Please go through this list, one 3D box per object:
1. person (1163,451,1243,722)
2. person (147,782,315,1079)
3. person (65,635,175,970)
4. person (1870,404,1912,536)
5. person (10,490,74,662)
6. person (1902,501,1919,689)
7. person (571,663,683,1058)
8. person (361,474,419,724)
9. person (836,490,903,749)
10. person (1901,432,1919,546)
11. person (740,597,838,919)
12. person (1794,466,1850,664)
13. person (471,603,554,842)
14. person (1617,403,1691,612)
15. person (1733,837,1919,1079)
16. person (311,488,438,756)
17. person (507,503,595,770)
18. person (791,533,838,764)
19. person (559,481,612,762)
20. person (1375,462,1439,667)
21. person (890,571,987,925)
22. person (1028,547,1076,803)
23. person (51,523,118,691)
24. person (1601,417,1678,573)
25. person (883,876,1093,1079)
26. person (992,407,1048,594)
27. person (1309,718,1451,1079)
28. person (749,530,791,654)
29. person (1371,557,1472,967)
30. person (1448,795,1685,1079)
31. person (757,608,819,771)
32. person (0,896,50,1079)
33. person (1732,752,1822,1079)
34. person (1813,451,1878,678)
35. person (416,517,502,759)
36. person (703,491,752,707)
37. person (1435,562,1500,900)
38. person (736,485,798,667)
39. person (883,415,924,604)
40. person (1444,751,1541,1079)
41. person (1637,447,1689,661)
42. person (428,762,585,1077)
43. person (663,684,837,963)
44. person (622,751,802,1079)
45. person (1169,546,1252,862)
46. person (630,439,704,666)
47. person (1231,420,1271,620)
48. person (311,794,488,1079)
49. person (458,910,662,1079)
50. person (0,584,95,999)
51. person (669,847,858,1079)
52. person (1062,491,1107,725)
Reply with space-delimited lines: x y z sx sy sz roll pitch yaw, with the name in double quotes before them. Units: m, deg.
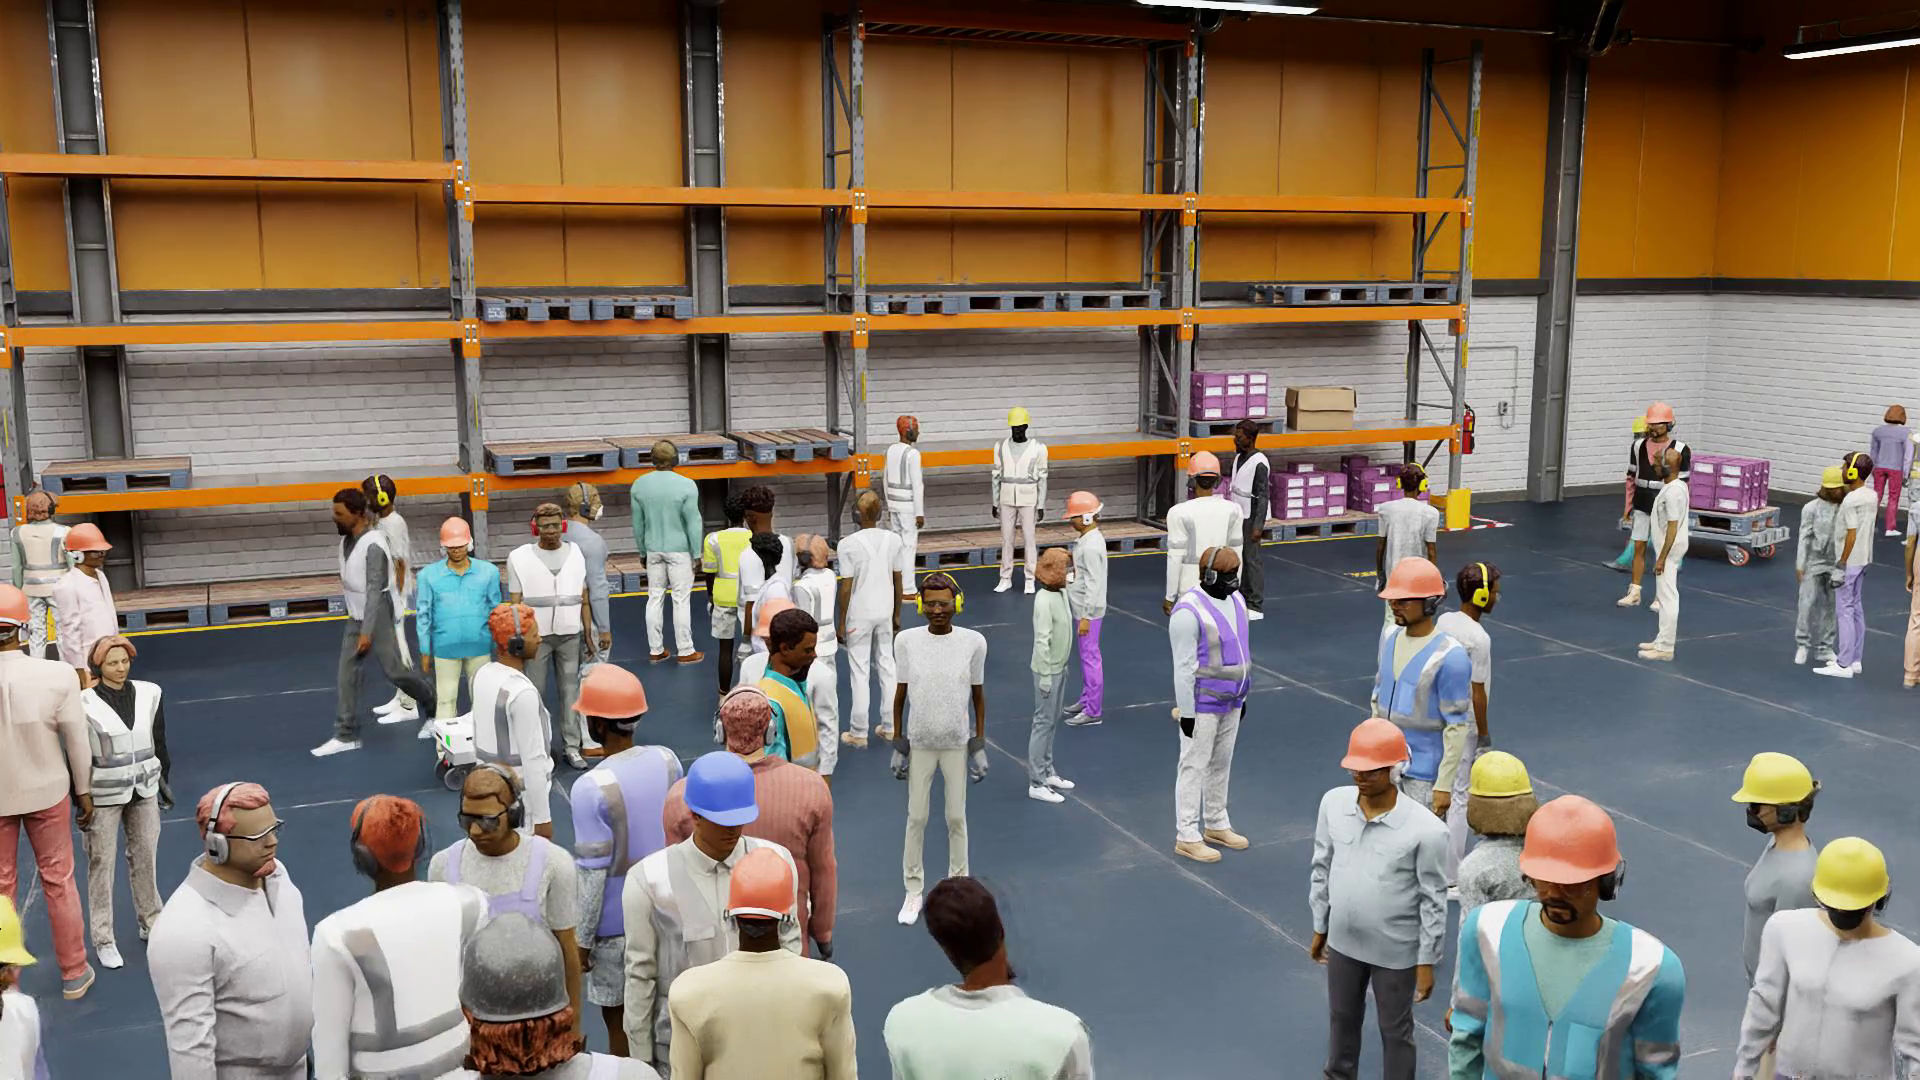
"person" 1.788 0.356 12.354 0.613 2.041 0.393 -3 10 -17
"person" -2.191 1.671 5.174 0.402 1.906 0.652 1 10 4
"person" -4.154 1.272 8.238 0.305 1.641 0.513 6 12 32
"person" 11.498 -0.862 20.564 0.279 1.630 0.501 -6 11 -31
"person" -7.176 0.428 13.105 0.523 1.638 0.310 0 10 -3
"person" 7.784 0.304 13.229 0.346 1.846 0.506 -8 13 -39
"person" -1.314 1.429 6.468 0.355 1.942 0.543 6 11 29
"person" -4.259 0.434 12.422 0.314 1.863 0.535 -4 11 -23
"person" -0.643 0.556 11.770 0.514 1.846 0.337 -6 12 -31
"person" 11.457 -0.722 19.737 0.515 1.636 0.315 2 10 11
"person" -0.906 1.154 8.591 0.563 1.752 0.341 4 11 23
"person" 7.339 0.219 14.064 0.500 1.722 0.402 2 10 11
"person" -2.079 1.223 7.819 0.342 1.882 0.587 -8 13 -38
"person" 6.772 -0.319 16.241 0.380 2.045 0.605 -9 13 -42
"person" 2.727 1.757 5.279 0.800 1.699 0.573 -9 13 -41
"person" -4.113 0.546 11.756 0.588 1.880 0.949 9 13 42
"person" -2.745 0.653 11.205 0.564 1.847 0.395 -5 11 -28
"person" -0.978 0.760 11.178 0.307 1.644 0.511 3 10 19
"person" -2.593 0.557 11.495 0.358 1.938 0.636 -8 13 -39
"person" 3.522 0.315 13.123 0.510 1.863 0.326 7 12 35
"person" -0.111 1.081 8.678 0.508 1.872 0.329 0 10 -2
"person" 0.596 0.850 10.690 0.265 1.631 0.507 3 10 17
"person" -5.659 0.756 10.877 0.327 1.753 0.561 -1 10 -4
"person" 7.454 -0.479 18.091 0.858 1.706 0.520 2 10 12
"person" 0.059 1.829 4.357 0.701 1.882 0.364 7 12 35
"person" 0.602 -0.405 17.072 0.587 1.928 0.363 3 10 17
"person" 1.582 1.533 6.404 0.338 1.752 0.565 -10 14 -44
"person" -1.226 0.775 10.965 0.323 1.688 0.531 -3 10 -14
"person" 2.194 1.089 8.131 0.377 2.044 0.608 -5 11 -25
"person" 1.654 1.694 4.645 0.605 2.045 0.388 6 12 31
"person" -0.804 1.249 7.585 0.392 1.914 0.587 0 10 -1
"person" -2.706 1.850 4.475 0.405 1.797 0.628 5 11 25
"person" 2.890 1.616 5.940 0.342 1.753 0.533 4 11 21
"person" 7.341 0.207 13.741 0.532 1.860 0.316 -9 13 -42
"person" -3.341 0.707 11.165 0.574 1.749 0.337 -4 11 -23
"person" -1.682 0.471 12.693 0.540 1.696 0.316 0 10 -2
"person" 2.728 1.033 9.007 0.341 1.857 0.521 -2 10 -10
"person" -1.307 0.610 11.129 0.361 1.959 0.613 4 11 21
"person" -0.548 -0.310 16.653 0.346 1.882 0.578 -7 12 -34
"person" 1.936 1.612 6.009 0.483 1.734 0.319 -6 11 -30
"person" 6.066 0.121 14.300 0.343 1.839 0.506 5 11 27
"person" -1.529 1.627 5.647 0.522 1.833 0.339 0 10 2
"person" -0.790 1.478 6.283 0.651 1.907 0.409 -2 10 -14
"person" -0.788 1.615 5.415 0.604 1.939 0.415 -5 11 -26
"person" 1.464 0.935 9.631 0.430 1.836 0.626 9 13 42
"person" -2.465 0.108 14.088 0.631 1.940 0.372 3 10 17
"person" 2.756 -0.194 15.883 0.376 1.917 0.600 -2 10 -14
"person" -1.625 1.709 5.097 0.629 1.863 0.600 8 13 38
"person" -1.013 1.831 3.864 0.689 2.000 0.539 -7 12 -36
"person" -4.358 1.187 7.703 0.623 1.993 0.384 -6 11 -30
"person" -0.583 1.776 5.008 0.561 1.752 0.326 -1 10 -6
"person" 0.925 0.499 12.376 0.331 1.747 0.559 0 10 1
